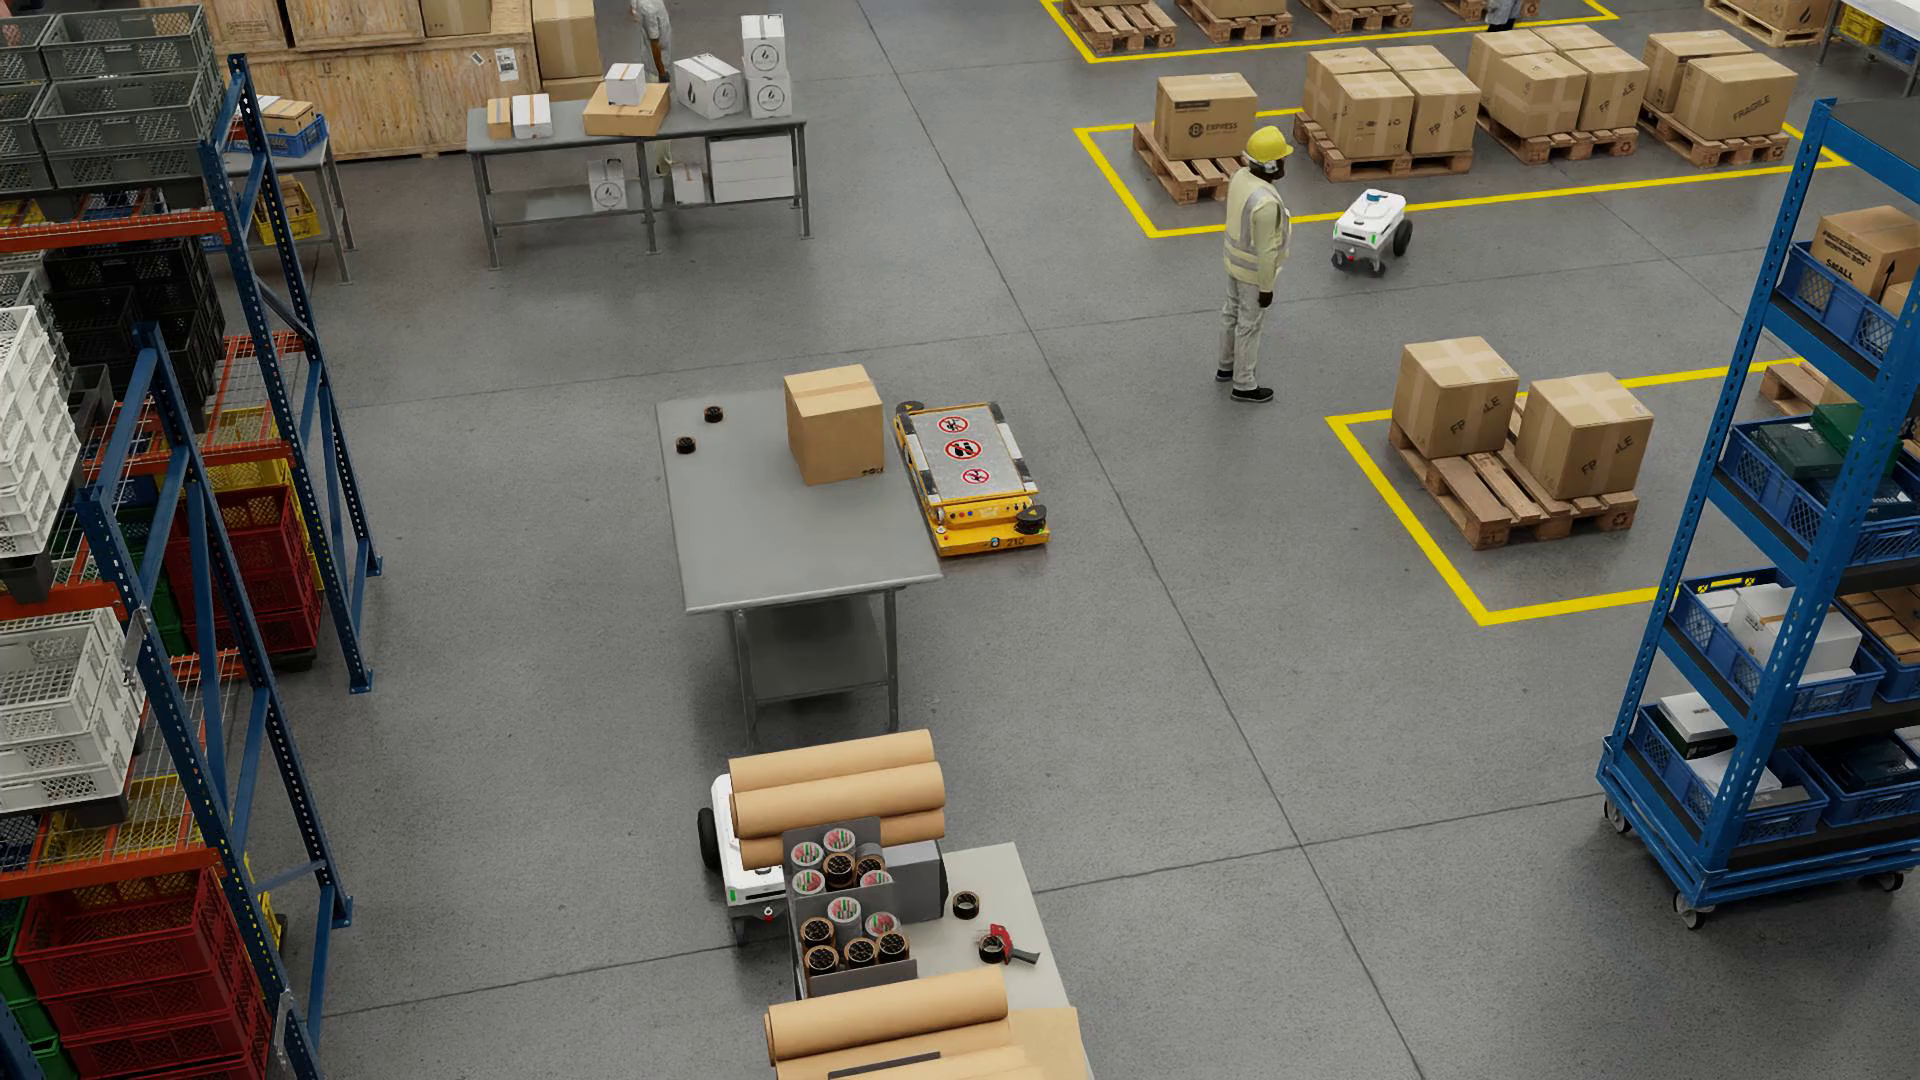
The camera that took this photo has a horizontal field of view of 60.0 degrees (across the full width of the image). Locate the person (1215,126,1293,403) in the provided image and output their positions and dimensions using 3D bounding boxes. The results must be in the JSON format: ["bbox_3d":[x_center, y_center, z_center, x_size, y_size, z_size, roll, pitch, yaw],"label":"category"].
[{"bbox_3d":[1.877,-1.751,10.581,0.404,1.837,0.593,-8,37,-10],"label":"person"}]

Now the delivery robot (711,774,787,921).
[{"bbox_3d":[-0.905,1.343,7.414,0.477,0.478,0.707,-8,37,-10],"label":"delivery robot"}]

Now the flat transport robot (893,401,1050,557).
[{"bbox_3d":[0.046,-0.430,10.108,0.652,0.197,1.431,-8,37,-10],"label":"flat transport robot"}]

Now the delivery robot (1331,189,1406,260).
[{"bbox_3d":[3.055,-2.374,12.410,0.477,0.478,0.707,20,41,25],"label":"delivery robot"}]

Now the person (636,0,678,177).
[{"bbox_3d":[-2.361,-3.736,13.222,0.326,1.871,0.520,-8,37,-10],"label":"person"}]

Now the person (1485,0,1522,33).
[{"bbox_3d":[4.967,-4.953,15.014,0.548,1.680,0.353,-30,46,-34],"label":"person"}]
